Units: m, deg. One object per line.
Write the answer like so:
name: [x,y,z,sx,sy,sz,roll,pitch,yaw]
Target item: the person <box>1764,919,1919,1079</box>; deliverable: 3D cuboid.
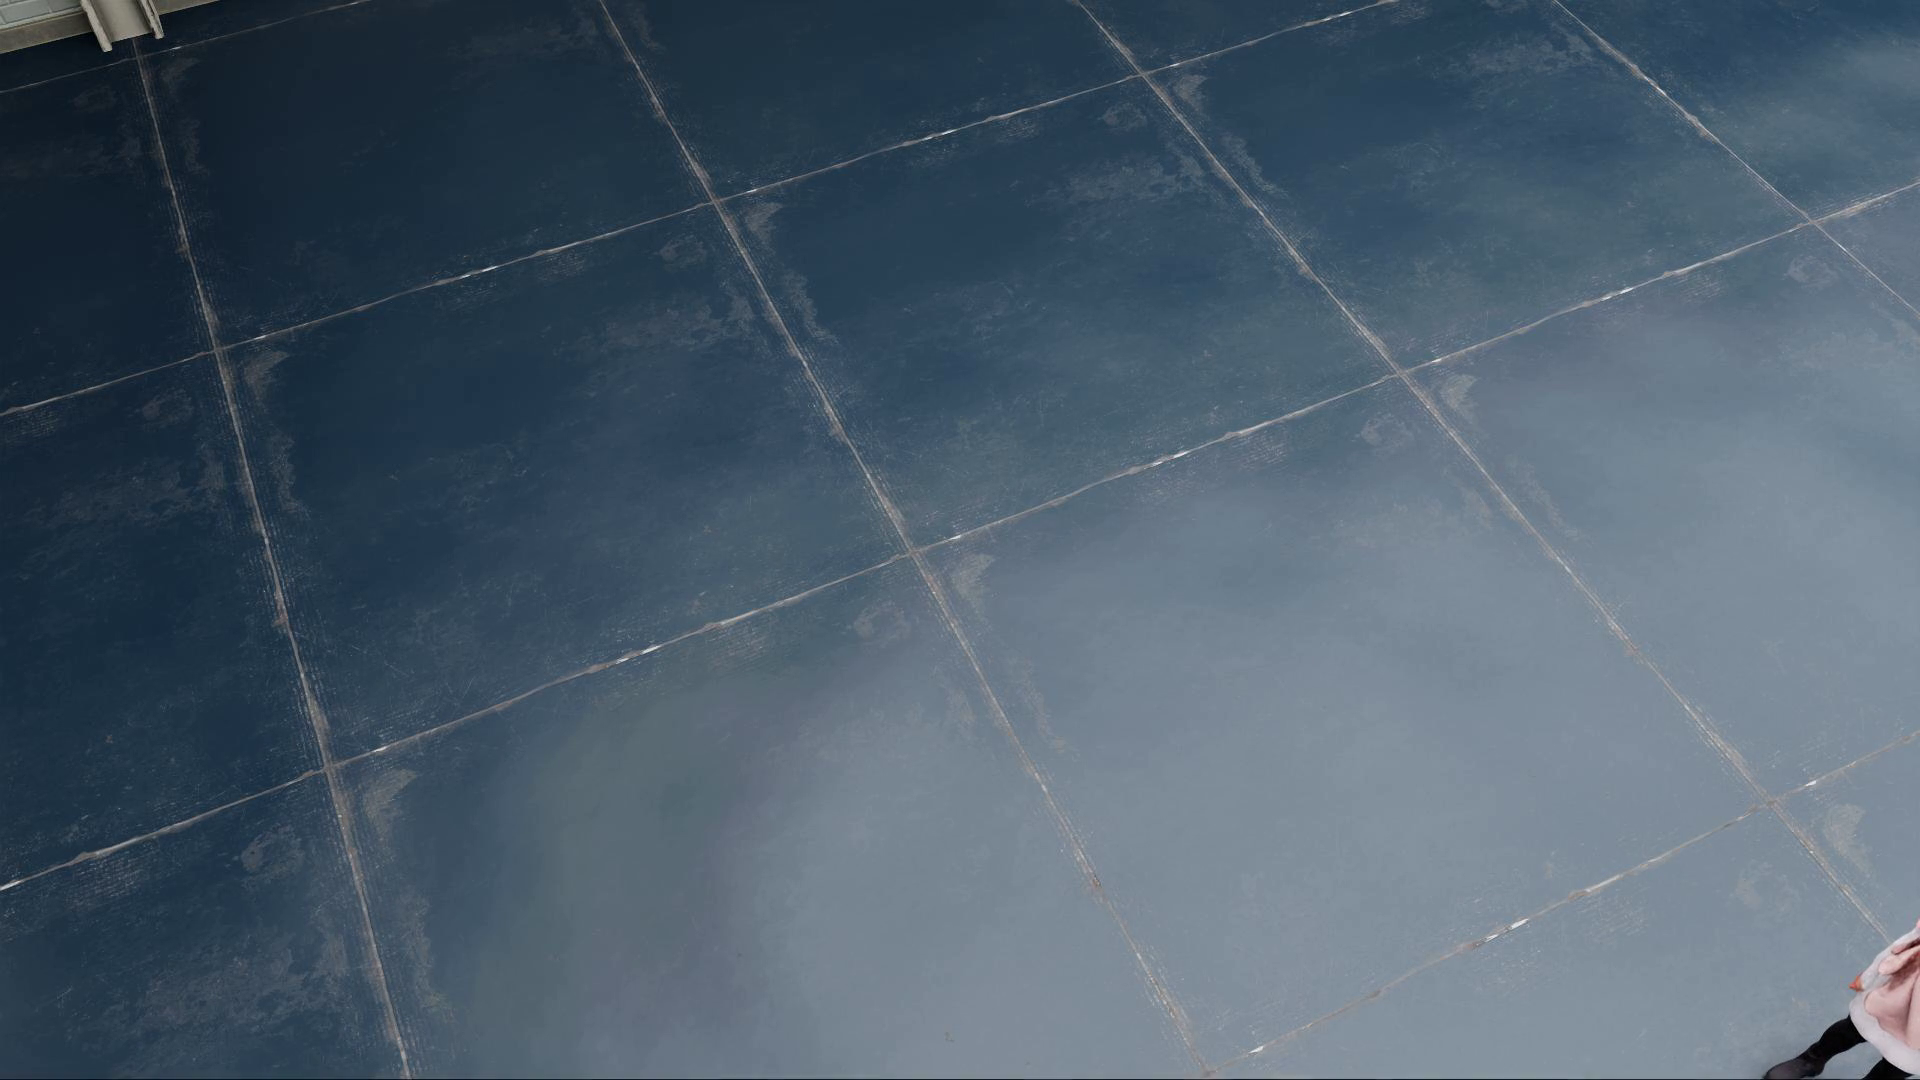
person: [3.542,1.744,6.126,0.643,1.803,0.677,-30,58,-21]
